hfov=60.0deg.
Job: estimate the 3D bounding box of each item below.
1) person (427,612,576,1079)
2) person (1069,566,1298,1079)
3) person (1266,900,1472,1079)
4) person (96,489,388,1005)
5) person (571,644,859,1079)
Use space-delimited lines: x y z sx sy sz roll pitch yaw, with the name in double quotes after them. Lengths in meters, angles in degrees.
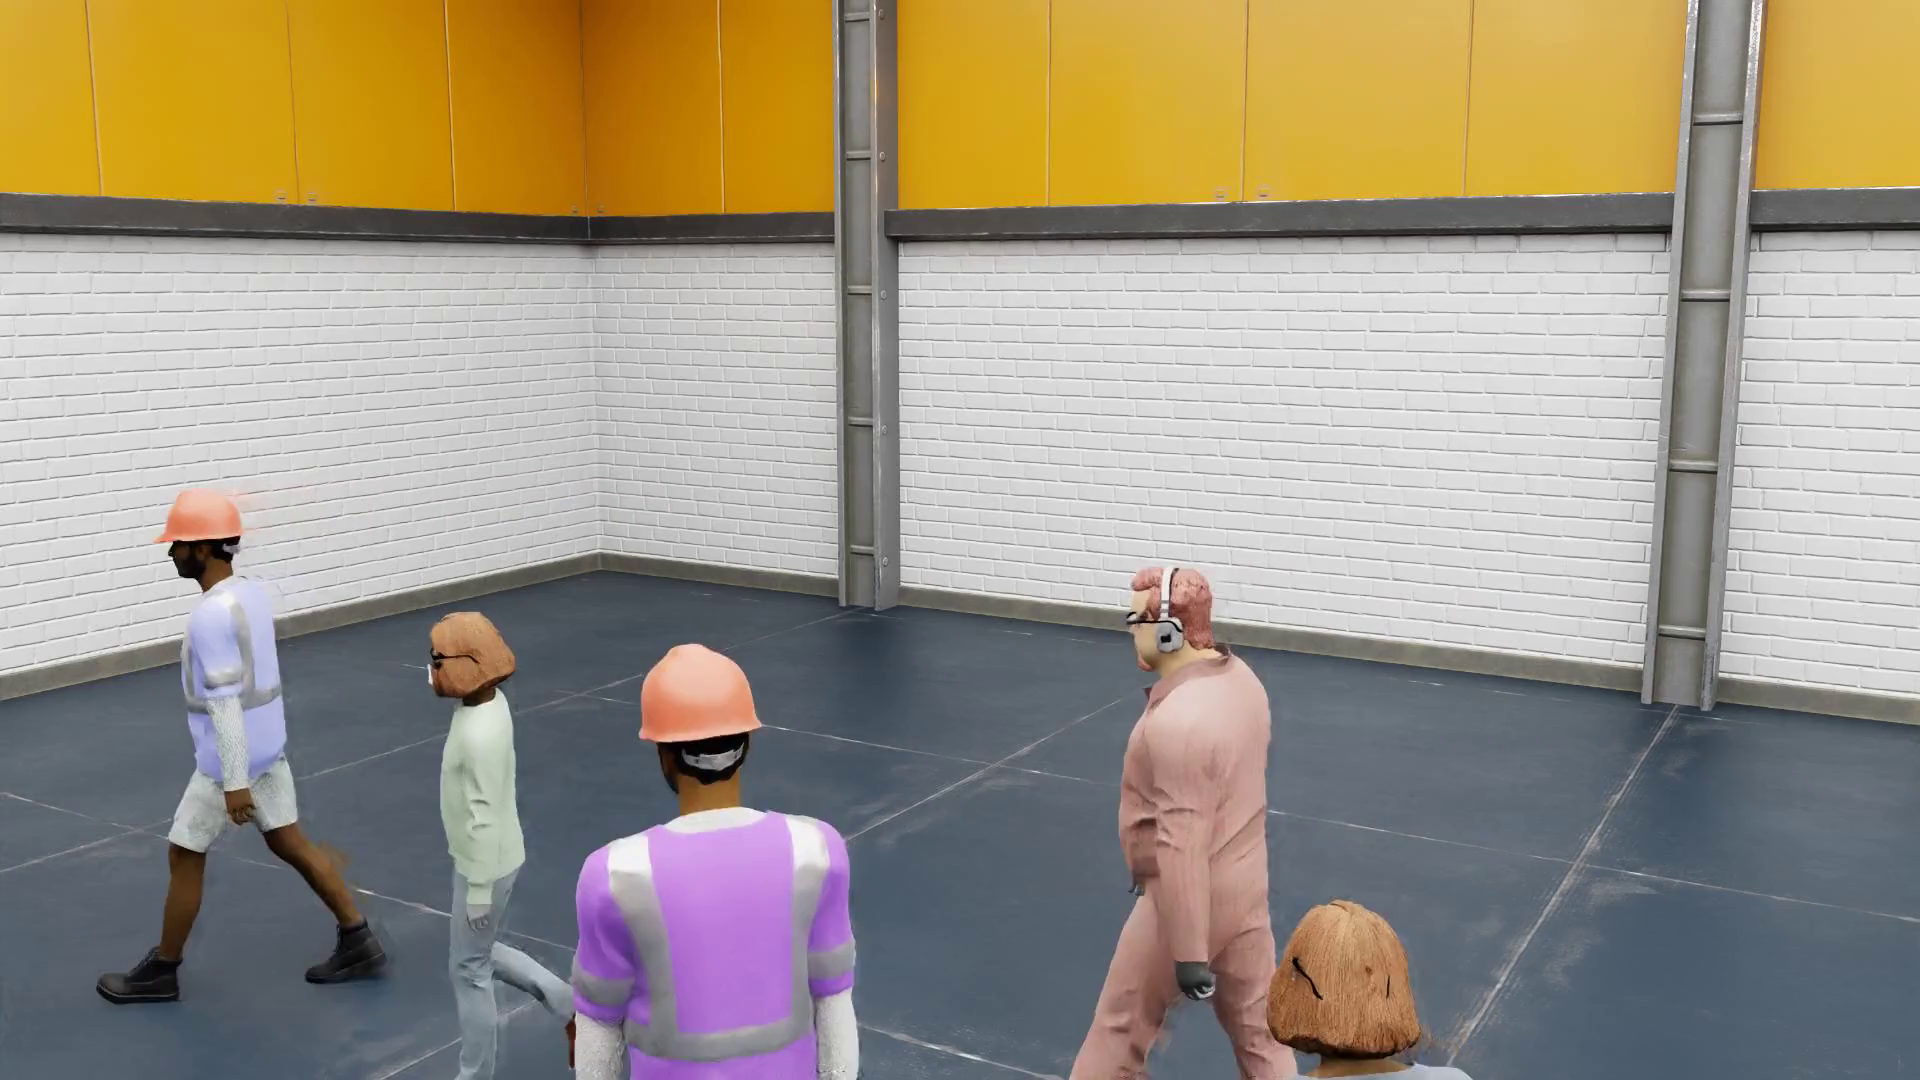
-1.448 1.011 5.202 0.541 1.616 0.513 -2 9 -15 "person"
0.567 0.985 4.670 1.002 1.848 0.639 6 11 31 "person"
0.642 1.394 2.912 0.535 1.588 0.835 -2 9 -12 "person"
-2.615 0.749 6.050 1.007 1.889 0.564 -1 9 -4 "person"
-0.521 1.150 3.456 0.550 1.905 0.750 -3 10 -21 "person"
